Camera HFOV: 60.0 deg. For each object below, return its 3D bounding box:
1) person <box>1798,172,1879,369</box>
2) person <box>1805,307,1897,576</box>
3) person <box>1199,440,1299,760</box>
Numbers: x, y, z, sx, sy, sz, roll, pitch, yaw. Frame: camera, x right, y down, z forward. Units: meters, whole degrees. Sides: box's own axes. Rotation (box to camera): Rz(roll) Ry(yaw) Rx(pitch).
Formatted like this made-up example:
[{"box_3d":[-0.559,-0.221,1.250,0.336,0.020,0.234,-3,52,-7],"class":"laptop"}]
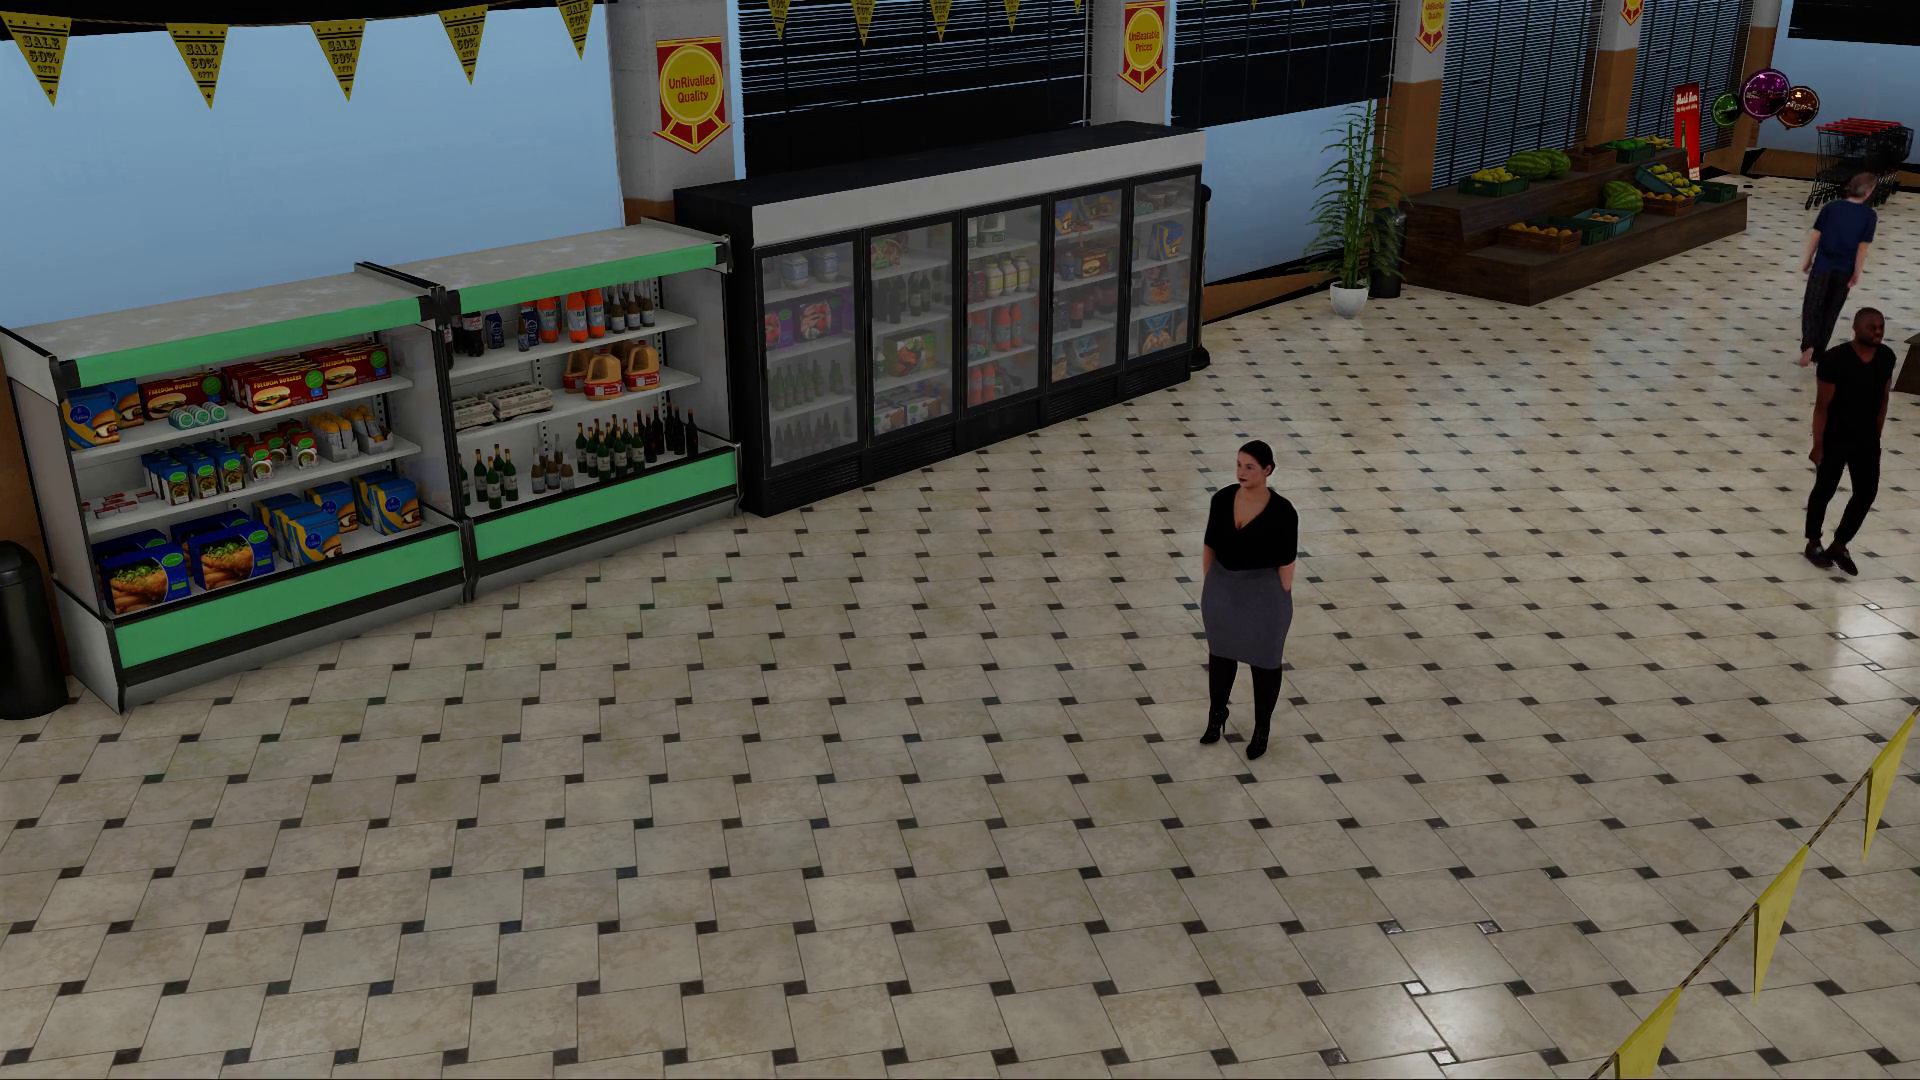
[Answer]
[{"box_3d":[8.194,-2.488,15.608,0.907,1.832,1.162,9,24,22],"class":"person"},{"box_3d":[5.908,-0.695,11.181,0.844,1.806,0.907,0,22,-1],"class":"person"},{"box_3d":[1.510,0.308,8.747,0.711,1.759,0.664,15,26,32],"class":"person"}]
